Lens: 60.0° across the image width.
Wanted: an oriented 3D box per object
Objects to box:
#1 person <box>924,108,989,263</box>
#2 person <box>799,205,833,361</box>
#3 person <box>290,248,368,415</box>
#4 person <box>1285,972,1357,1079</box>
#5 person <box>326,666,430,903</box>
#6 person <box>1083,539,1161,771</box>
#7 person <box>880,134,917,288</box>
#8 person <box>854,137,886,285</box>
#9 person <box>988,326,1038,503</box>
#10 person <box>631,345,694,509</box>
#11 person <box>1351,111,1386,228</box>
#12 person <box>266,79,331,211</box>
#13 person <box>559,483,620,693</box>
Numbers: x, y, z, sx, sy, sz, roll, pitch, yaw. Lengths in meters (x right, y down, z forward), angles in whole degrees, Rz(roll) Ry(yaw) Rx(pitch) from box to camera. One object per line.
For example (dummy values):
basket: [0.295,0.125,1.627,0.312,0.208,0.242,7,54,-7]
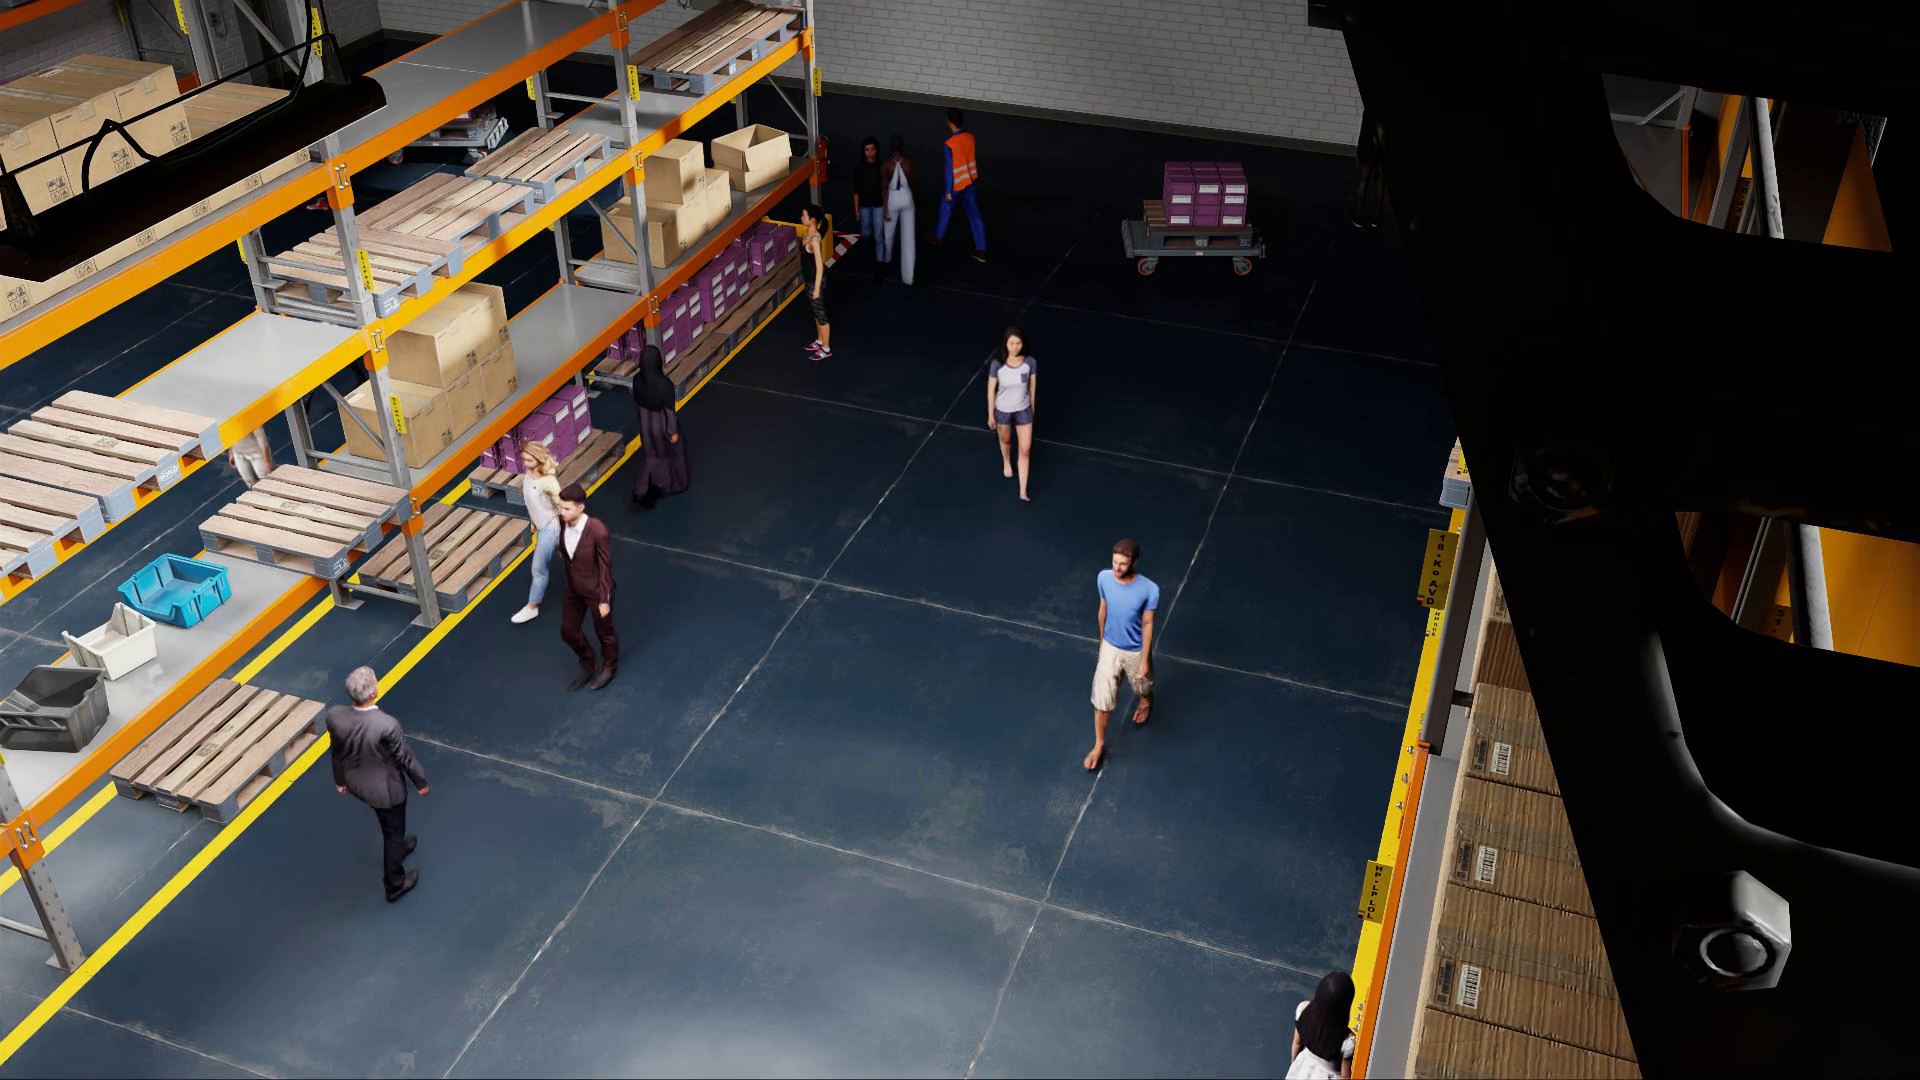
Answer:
person: [0.063,-4.162,19.756,1.314,1.803,1.165,-26,42,-34]
person: [-1.523,-2.757,17.707,0.717,1.730,0.631,-8,34,-12]
person: [-6.402,-2.160,16.820,0.893,1.718,1.251,26,41,33]
person: [1.938,3.004,9.006,0.803,1.769,0.777,-24,41,-32]
person: [-3.887,1.655,10.986,0.763,1.823,0.791,10,35,15]
person: [1.276,0.739,12.348,0.692,1.841,1.210,13,36,19]
person: [-0.658,-3.779,19.240,1.028,1.735,1.165,-11,35,-16]
person: [-1.029,-3.917,19.509,0.798,1.668,1.133,1,34,1]
person: [0.484,-1.244,15.494,0.921,1.660,1.182,-3,34,-4]
person: [-2.808,-1.025,15.223,0.634,1.596,1.029,13,36,19]
person: [5.179,-4.775,20.680,0.749,1.801,0.717,2,34,3]
person: [-8.361,-4.945,21.007,0.964,1.722,1.097,-2,34,-3]
person: [-2.839,0.322,12.964,0.770,1.854,0.744,18,38,25]
